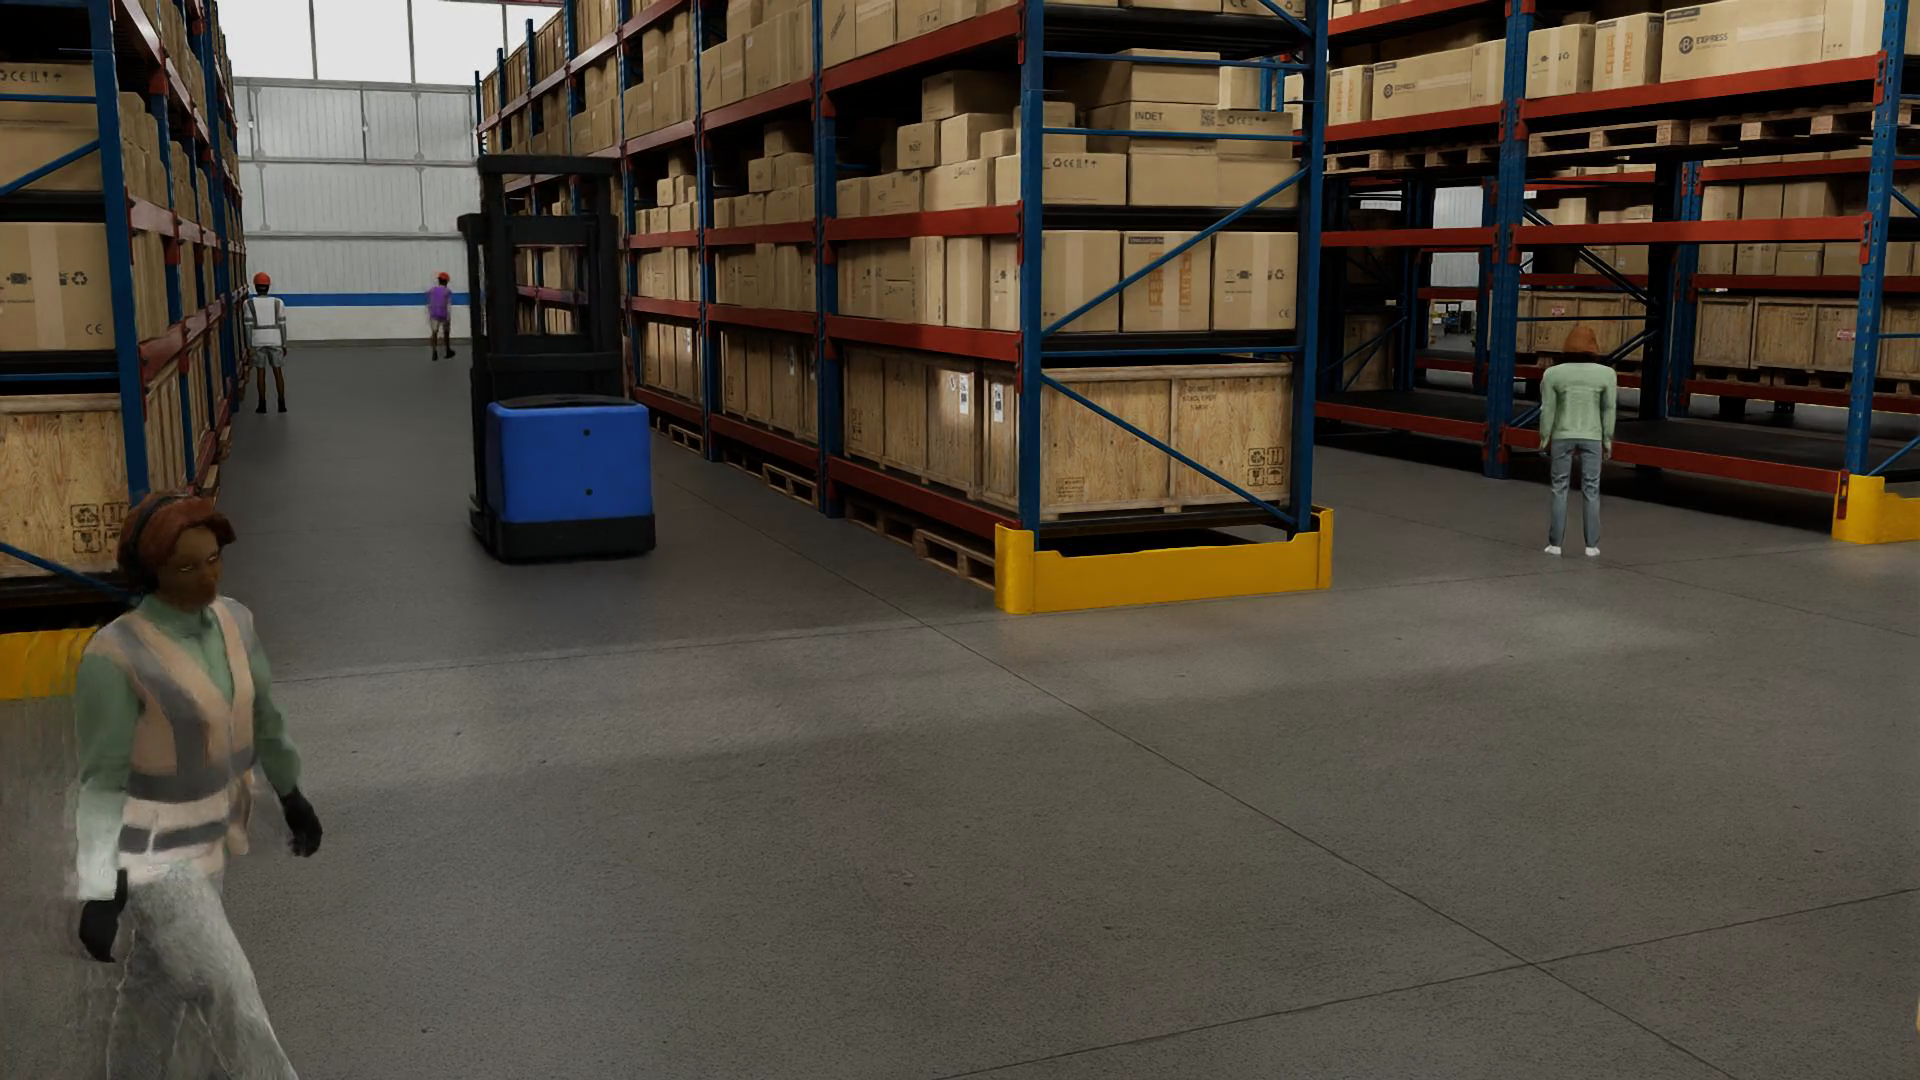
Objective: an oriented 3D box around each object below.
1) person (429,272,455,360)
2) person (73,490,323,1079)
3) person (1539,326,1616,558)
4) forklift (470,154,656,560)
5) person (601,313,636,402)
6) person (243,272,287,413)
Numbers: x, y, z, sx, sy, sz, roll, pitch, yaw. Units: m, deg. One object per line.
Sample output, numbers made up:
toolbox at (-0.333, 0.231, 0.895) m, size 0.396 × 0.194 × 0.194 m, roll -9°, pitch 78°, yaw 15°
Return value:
person at (-11.085, -4.778, 35.544) m, size 0.557 × 1.867 × 1.044 m, roll 0°, pitch 9°, yaw 0°
person at (-1.577, 0.679, 3.592) m, size 0.814 × 1.594 × 0.616 m, roll 1°, pitch 10°, yaw 5°
person at (4.329, -0.686, 11.699) m, size 0.501 × 1.631 × 0.285 m, roll 3°, pitch 10°, yaw 16°
forklift at (-2.941, -1.370, 12.066) m, size 1.129 × 2.768 × 1.873 m, roll -4°, pitch 10°, yaw -22°
person at (-3.330, -1.385, 15.946) m, size 0.548 × 1.599 × 0.803 m, roll -5°, pitch 11°, yaw -27°
person at (-9.576, -2.716, 22.948) m, size 0.546 × 1.938 × 0.361 m, roll -6°, pitch 11°, yaw -30°
